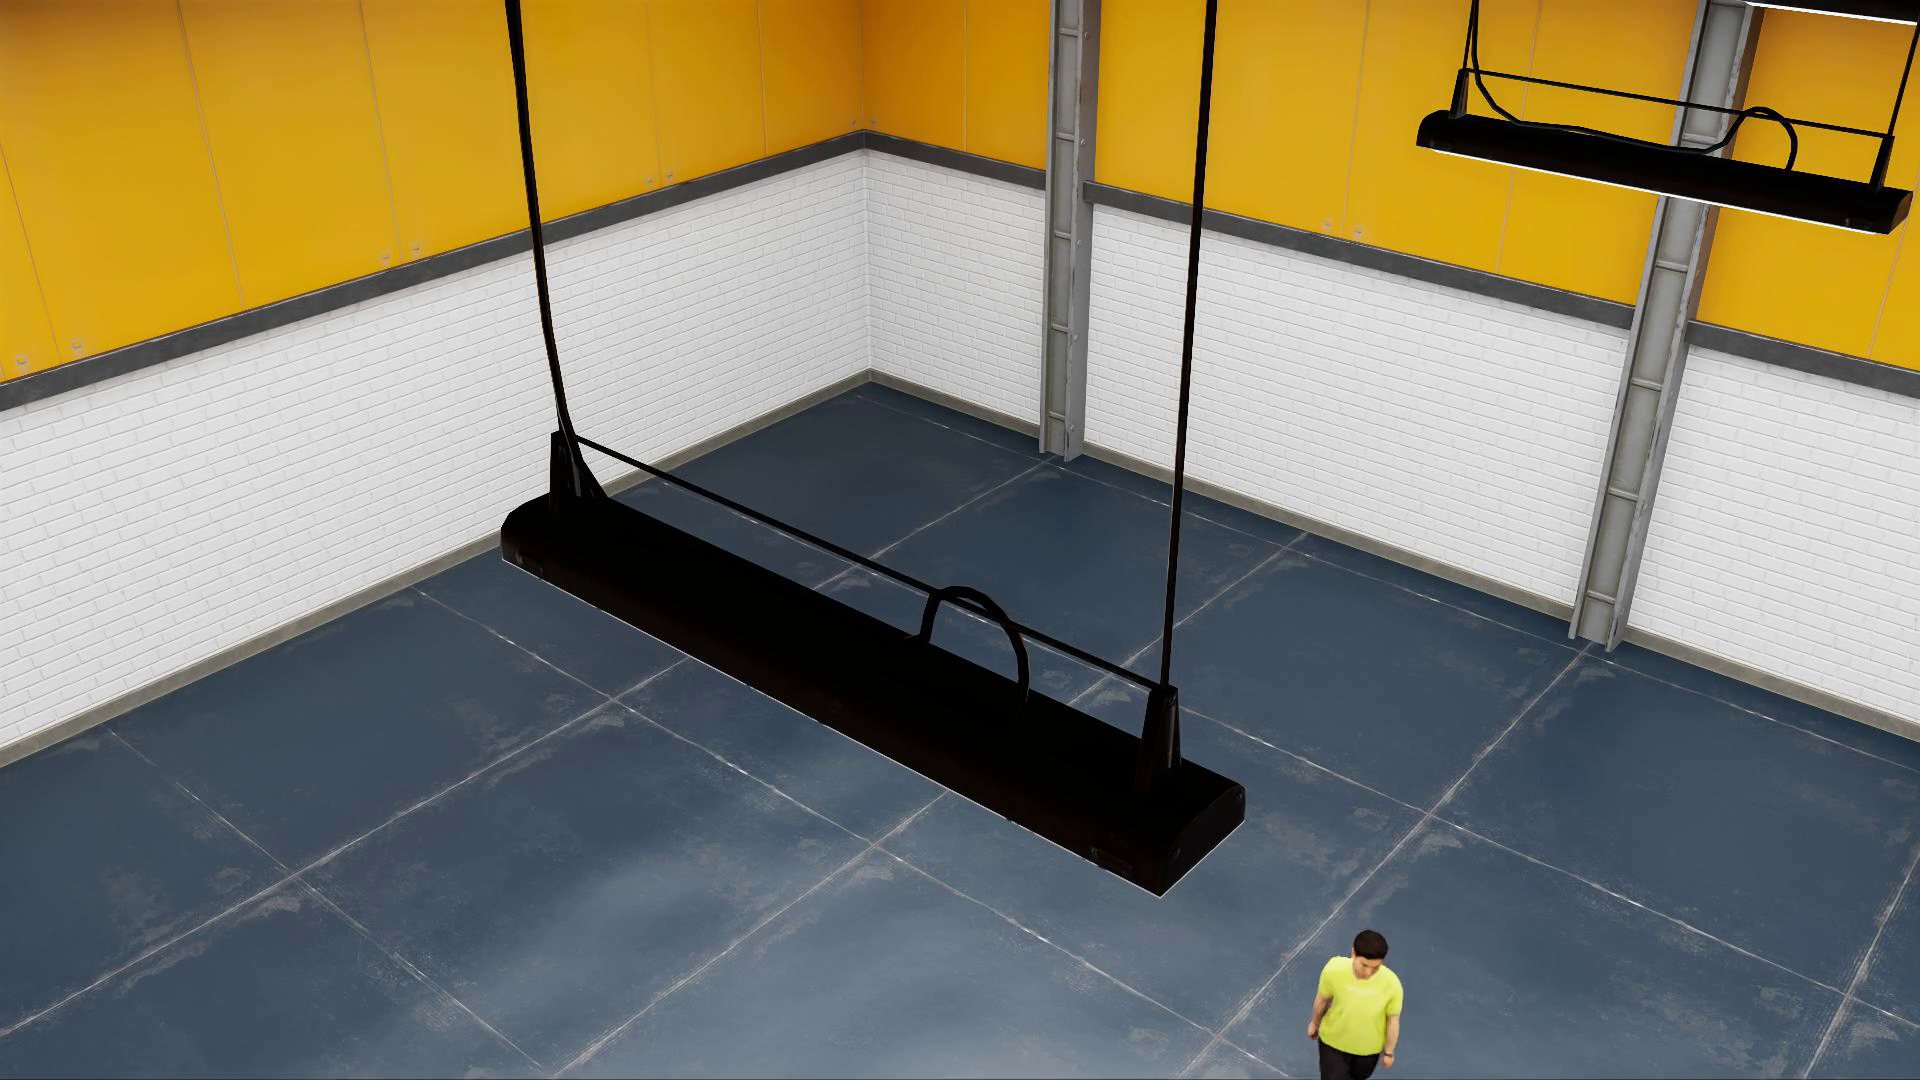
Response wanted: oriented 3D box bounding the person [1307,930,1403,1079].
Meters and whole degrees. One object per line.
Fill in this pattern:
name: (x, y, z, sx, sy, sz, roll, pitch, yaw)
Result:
person: (2.278, 2.818, 9.651, 1.140, 1.658, 1.044, 7, 29, 13)
